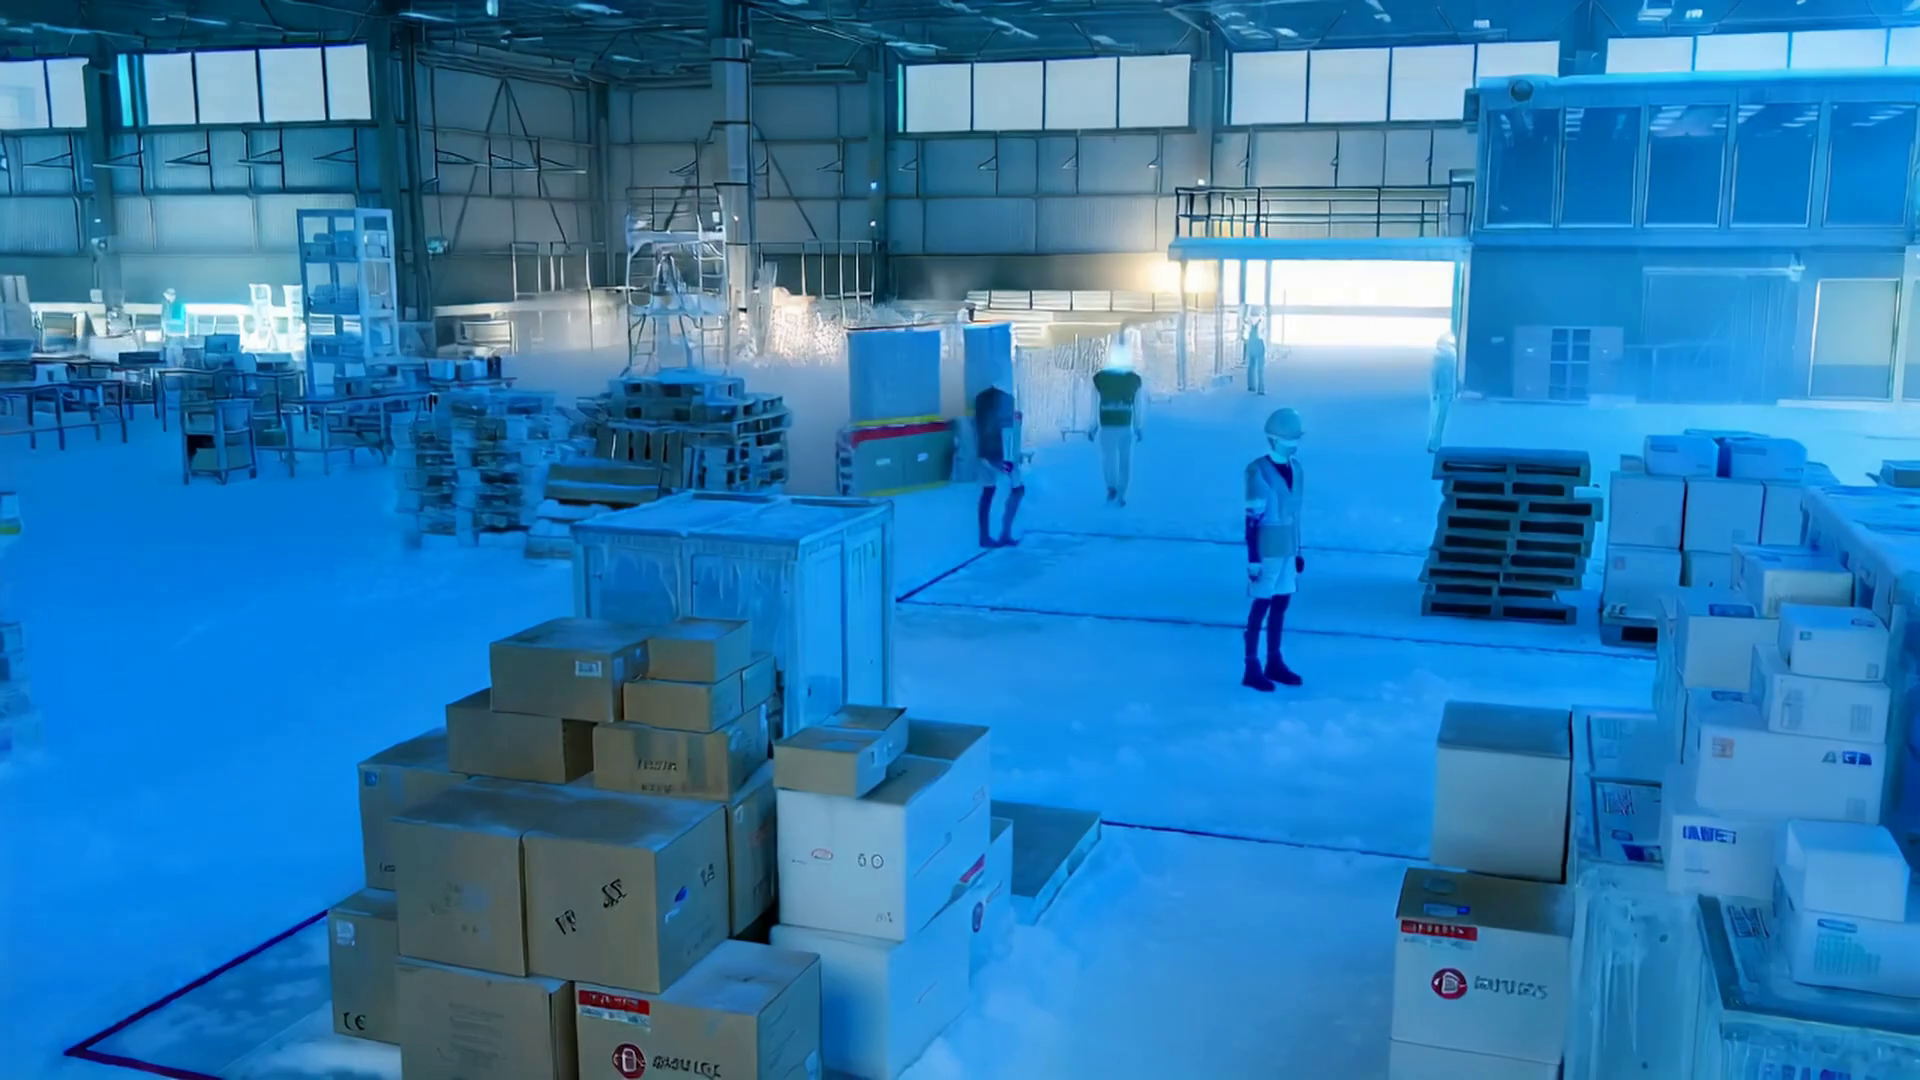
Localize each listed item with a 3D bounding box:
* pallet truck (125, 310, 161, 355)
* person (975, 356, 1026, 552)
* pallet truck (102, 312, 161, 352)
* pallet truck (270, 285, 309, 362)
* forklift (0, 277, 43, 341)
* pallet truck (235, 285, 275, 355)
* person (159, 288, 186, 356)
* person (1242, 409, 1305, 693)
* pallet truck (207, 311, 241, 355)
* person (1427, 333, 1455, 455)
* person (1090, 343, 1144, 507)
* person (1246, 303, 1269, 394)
[{"bbox_3d":[-22.038,-5.665,45.457,0.704,1.261,1.522,3,11,17],"label":"pallet truck"},{"bbox_3d":[0.419,-0.843,16.436,0.573,1.945,0.652,-6,12,-31],"label":"person"},{"bbox_3d":[-23.057,-5.777,46.261,0.680,1.201,1.601,3,11,19],"label":"pallet truck"},{"bbox_3d":[-17.147,-5.700,43.663,0.823,1.965,1.885,3,11,17],"label":"pallet truck"},{"bbox_3d":[-27.151,-6.329,46.328,1.157,1.987,2.680,3,11,17],"label":"forklift"},{"bbox_3d":[-18.327,-5.835,44.421,0.823,1.965,1.885,4,11,23],"label":"pallet truck"},{"bbox_3d":[-18.507,-4.906,39.097,0.406,2.034,0.608,7,12,34],"label":"person"},{"bbox_3d":[2.170,0.067,11.358,0.553,1.934,0.364,-9,13,-40],"label":"person"},{"bbox_3d":[-19.537,-5.575,44.913,0.653,1.274,1.630,3,11,19],"label":"pallet truck"},{"bbox_3d":[7.011,-2.125,24.180,0.308,1.769,0.524,9,13,41],"label":"person"},{"bbox_3d":[1.813,-1.309,19.172,0.608,1.906,0.440,1,10,7],"label":"person"},{"bbox_3d":[6.054,-3.888,33.884,0.508,1.847,0.345,8,13,38],"label":"person"}]
